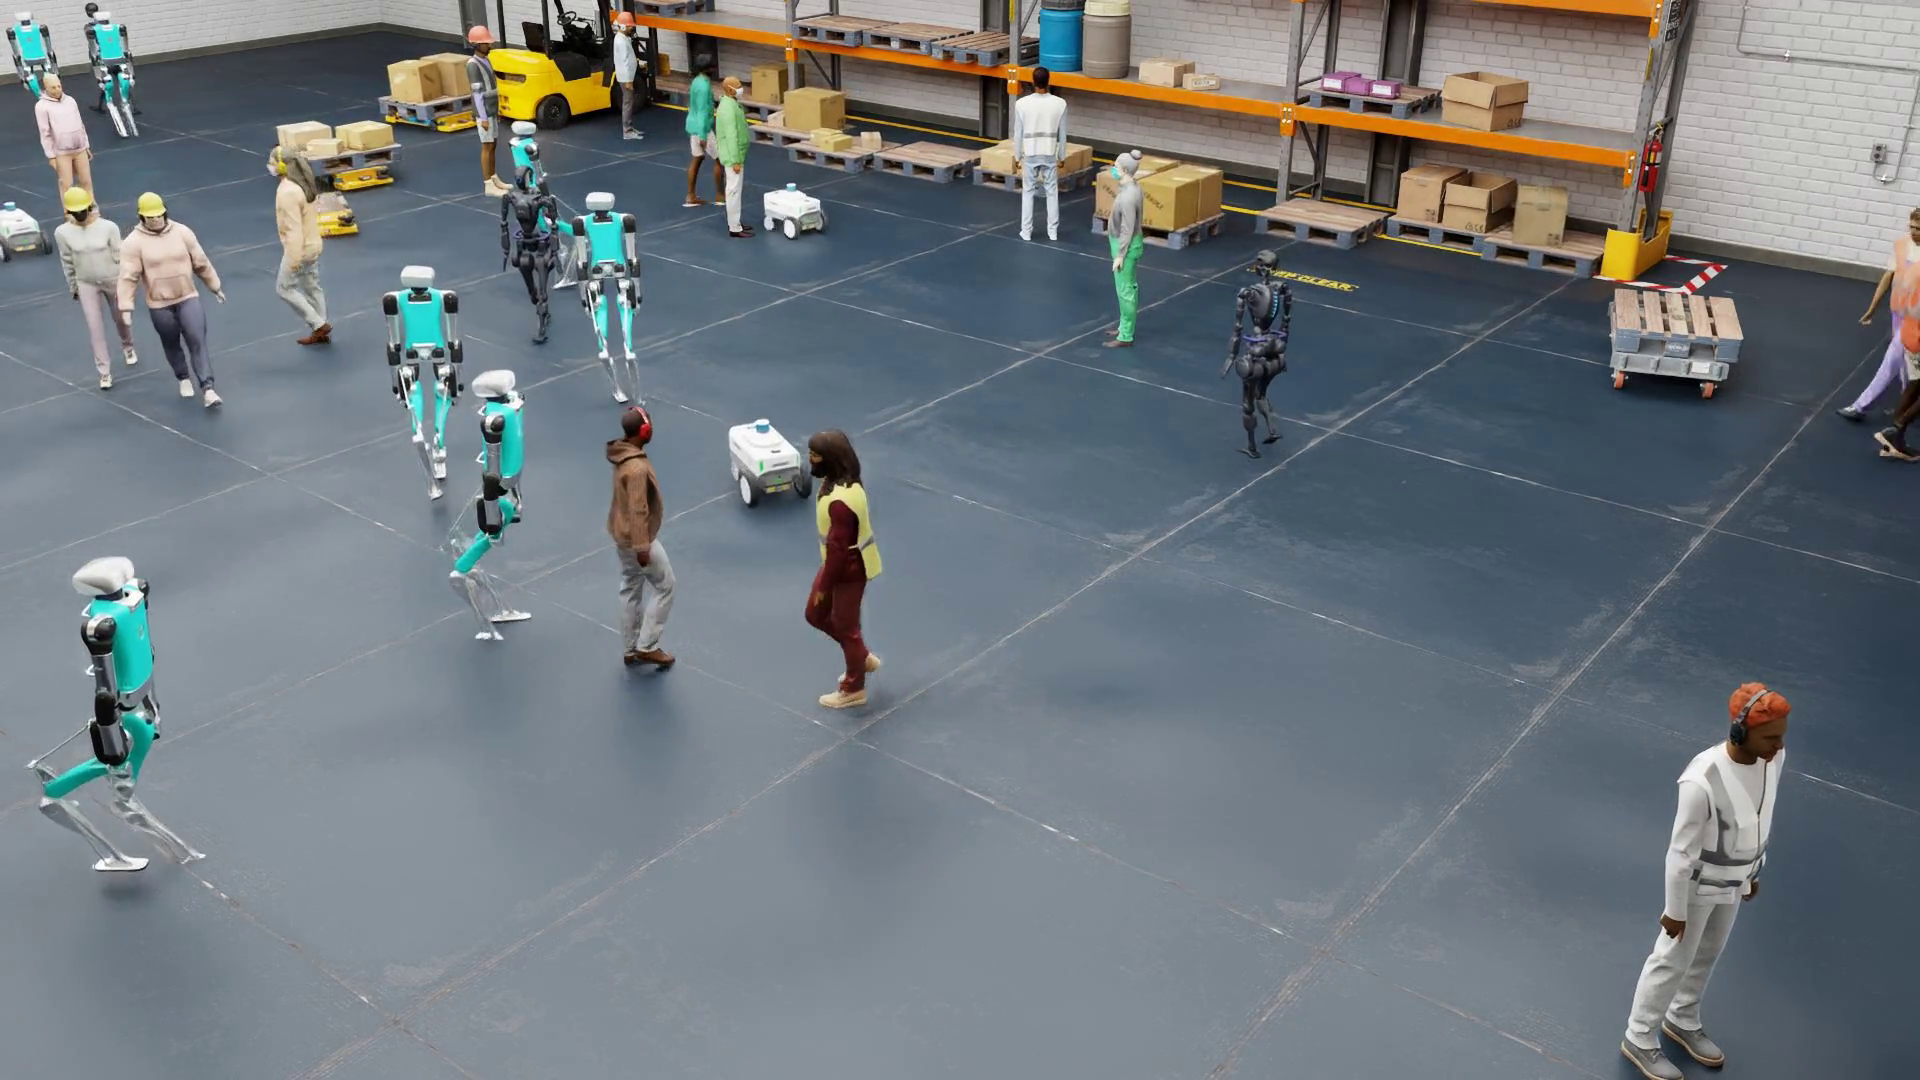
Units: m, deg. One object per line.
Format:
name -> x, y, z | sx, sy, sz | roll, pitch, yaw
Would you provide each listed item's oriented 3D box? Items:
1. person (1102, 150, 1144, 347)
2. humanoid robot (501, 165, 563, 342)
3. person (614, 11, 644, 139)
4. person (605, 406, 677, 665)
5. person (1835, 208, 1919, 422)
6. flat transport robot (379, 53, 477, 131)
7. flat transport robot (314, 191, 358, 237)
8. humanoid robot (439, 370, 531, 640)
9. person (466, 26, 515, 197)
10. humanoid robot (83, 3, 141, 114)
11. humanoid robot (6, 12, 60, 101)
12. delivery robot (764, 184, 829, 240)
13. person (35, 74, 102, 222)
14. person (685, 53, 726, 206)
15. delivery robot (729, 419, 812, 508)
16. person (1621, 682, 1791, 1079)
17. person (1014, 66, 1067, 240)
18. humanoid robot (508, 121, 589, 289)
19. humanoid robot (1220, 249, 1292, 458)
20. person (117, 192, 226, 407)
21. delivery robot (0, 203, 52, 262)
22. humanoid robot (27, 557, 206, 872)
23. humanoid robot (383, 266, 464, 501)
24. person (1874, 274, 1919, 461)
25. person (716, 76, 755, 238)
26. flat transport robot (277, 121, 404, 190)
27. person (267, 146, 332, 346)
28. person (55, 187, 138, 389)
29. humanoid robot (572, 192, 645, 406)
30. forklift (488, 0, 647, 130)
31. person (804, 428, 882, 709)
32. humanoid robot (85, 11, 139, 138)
person -> 1.516, -2.690, 15.338 | 0.339, 1.838, 0.512 | 5, 26, 11
humanoid robot -> -4.017, -2.719, 15.634 | 0.600, 1.626, 0.775 | 3, 26, 7
person -> -4.670, -6.542, 23.426 | 0.350, 1.741, 0.568 | -5, 26, -10
person -> -1.947, -0.005, 10.019 | 0.384, 1.618, 0.474 | -14, 29, -27
person -> 7.675, -1.828, 13.594 | 0.902, 1.795, 0.561 | -5, 26, -9
flat transport robot -> -7.708, -6.216, 24.443 | 1.431, 0.231, 0.659 | 16, 30, 30
flat transport robot -> -7.503, -3.815, 19.471 | 0.659, 0.231, 1.431 | -12, 28, -23
humanoid robot -> -2.961, -0.184, 10.258 | 0.666, 1.788, 0.537 | 1, 26, 2
person -> -5.792, -5.265, 20.438 | 0.370, 2.044, 0.606 | -1, 26, -2
humanoid robot -> -12.811, -7.202, 24.904 | 0.761, 1.621, 0.593 | 8, 27, 16
humanoid robot -> -12.997, -6.561, 23.455 | 0.551, 1.740, 1.017 | -13, 29, -24
delivery robot -> -1.900, -3.759, 19.048 | 0.499, 0.613, 0.803 | -23, 34, -39
person -> -10.215, -4.434, 19.022 | 0.409, 1.776, 0.538 | 15, 29, 27
person -> -2.993, -4.908, 19.947 | 0.786, 1.817, 0.627 | -7, 27, -15
delivery robot -> -1.456, -0.591, 12.486 | 0.499, 0.614, 0.791 | -12, 28, -24
person -> 3.076, 1.405, 6.820 | 0.565, 1.878, 0.353 | -16, 30, -30
person -> 0.895, -4.308, 18.612 | 0.589, 1.909, 0.382 | -1, 26, -2
humanoid robot -> -4.110, -3.335, 16.905 | 0.761, 1.881, 0.541 | -18, 31, -32
humanoid robot -> 2.335, -1.442, 12.942 | 0.586, 1.647, 0.370 | -14, 29, -27
person -> -6.571, -1.988, 13.896 | 0.844, 1.816, 0.939 | -16, 30, -29
delivery robot -> -10.368, -3.392, 18.279 | 0.499, 0.606, 0.801 | -21, 33, -36
humanoid robot -> -4.147, 0.927, 7.996 | 0.835, 1.794, 0.536 | -2, 26, -4
humanoid robot -> -3.875, -1.068, 12.149 | 0.555, 1.762, 1.042 | -7, 27, -14
person -> 7.492, -1.526, 12.817 | 0.438, 1.926, 0.673 | 9, 27, 18
person -> -2.546, -4.326, 18.789 | 0.384, 1.783, 0.550 | -4, 26, -8
flat transport robot -> -7.925, -4.753, 21.414 | 0.659, 0.231, 1.431 | -22, 33, -37
person -> -6.075, -2.679, 15.281 | 0.475, 1.866, 0.584 | -2, 26, -5
person -> -7.555, -2.272, 14.600 | 0.523, 1.721, 0.865 | -11, 28, -21
humanoid robot -> -2.934, -1.931, 13.969 | 0.540, 1.845, 0.822 | -4, 26, -8
forklift -> -5.874, -7.334, 24.552 | 1.214, 2.155, 2.313 | 19, 32, 34
person -> -0.682, 0.184, 9.482 | 0.437, 1.755, 0.465 | -6, 26, -13
humanoid robot -> -11.927, -6.511, 23.397 | 0.530, 1.832, 0.646 | -20, 32, -36
